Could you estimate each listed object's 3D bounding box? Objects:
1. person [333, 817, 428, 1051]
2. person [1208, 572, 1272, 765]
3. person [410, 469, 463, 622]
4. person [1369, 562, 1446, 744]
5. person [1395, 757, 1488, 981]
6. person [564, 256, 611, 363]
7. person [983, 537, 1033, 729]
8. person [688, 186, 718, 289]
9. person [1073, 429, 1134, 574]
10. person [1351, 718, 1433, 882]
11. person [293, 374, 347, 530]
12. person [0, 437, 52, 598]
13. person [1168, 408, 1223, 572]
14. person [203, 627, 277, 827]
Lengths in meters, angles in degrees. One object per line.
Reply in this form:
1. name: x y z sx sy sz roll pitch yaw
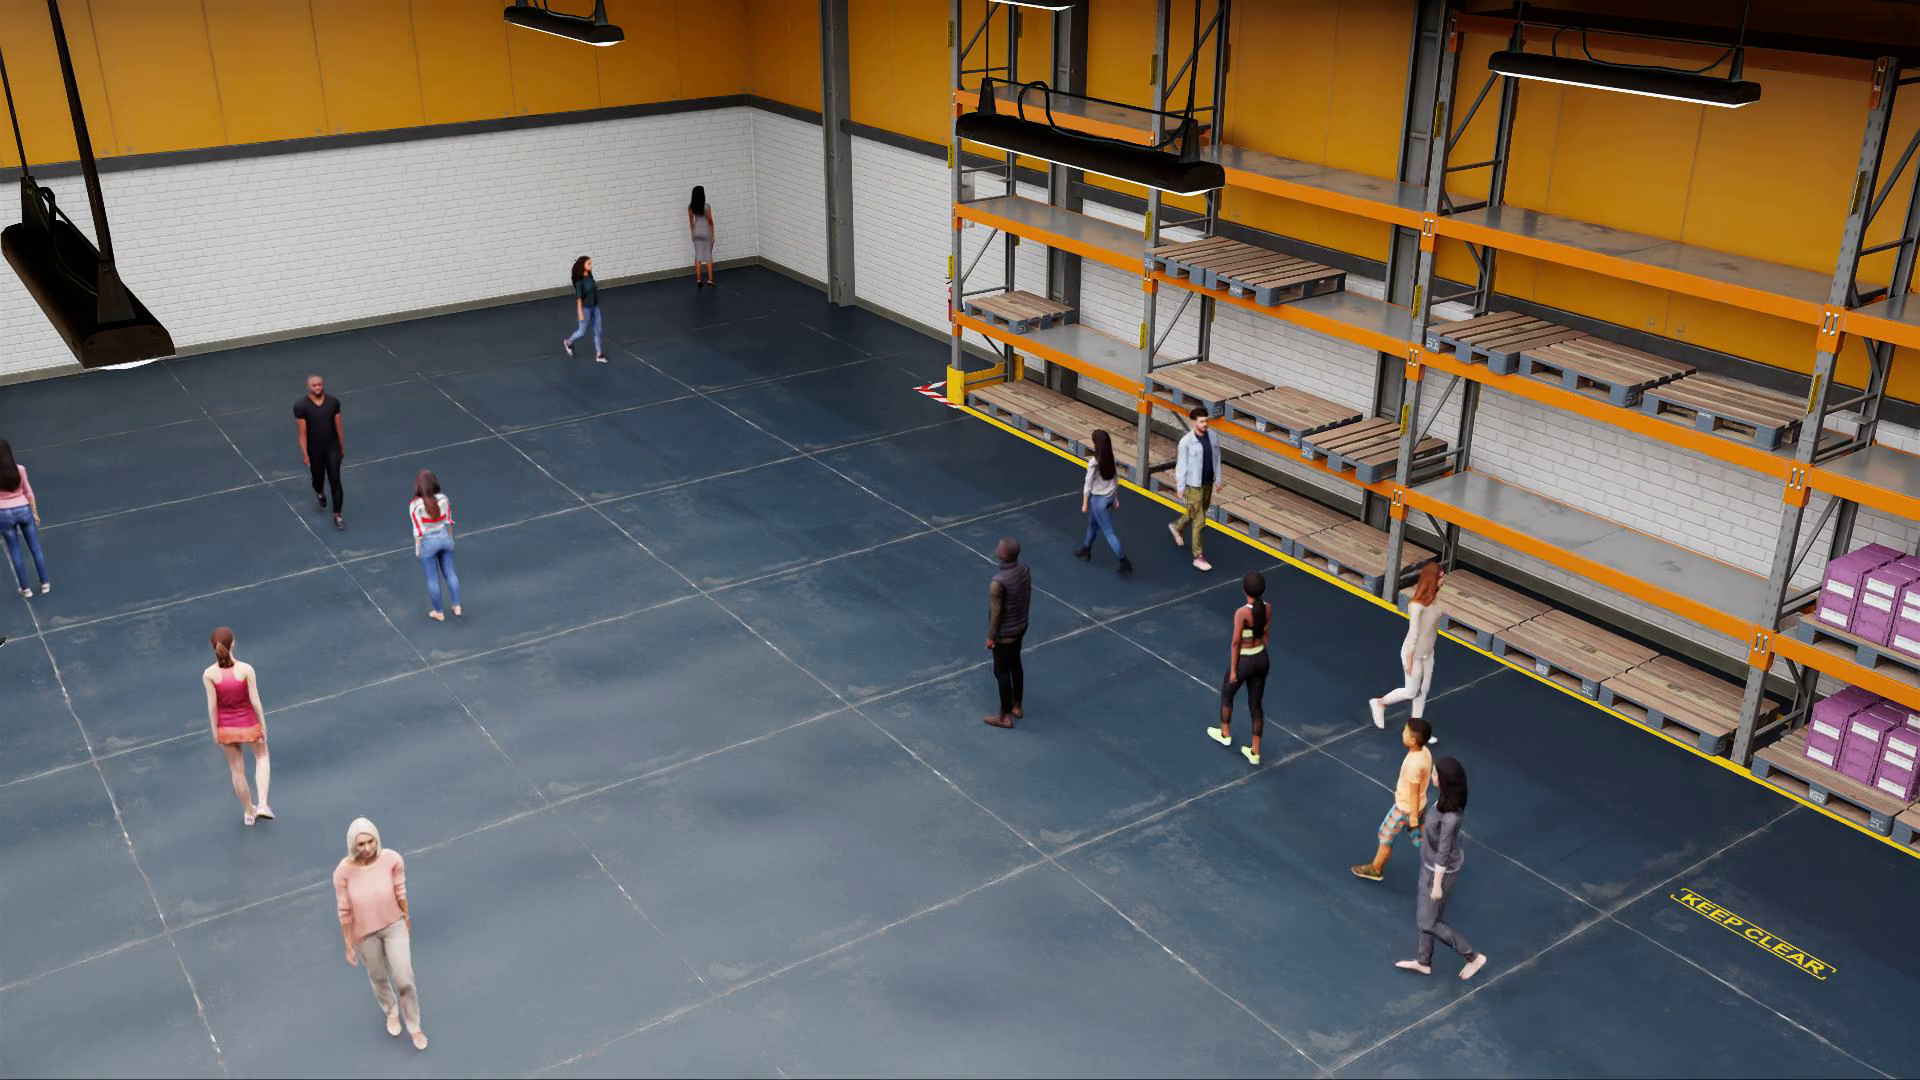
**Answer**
1. person: -3.888 2.546 11.069 0.680 1.710 0.797 -10 26 -22
2. person: 2.531 1.133 14.273 0.678 1.734 0.884 -10 26 -22
3. person: -5.342 0.039 16.929 0.615 1.612 0.533 -20 30 -37
4. person: 3.966 0.980 14.679 0.947 1.688 0.740 18 30 36
5. person: 3.425 2.321 11.547 0.957 1.740 0.843 8 25 18
6. person: -5.644 -3.461 24.953 1.092 1.596 0.894 12 26 25
7. person: 0.430 0.805 14.895 0.725 1.836 0.769 14 27 29
8. person: -4.469 -5.257 28.831 0.643 1.781 0.725 7 25 16
9. person: 1.598 -0.373 17.904 1.133 1.586 0.810 18 29 35
10. person: 3.490 2.030 12.592 1.057 1.437 0.841 12 26 25
11. person: -7.369 -1.053 19.187 0.702 1.803 1.014 -14 27 -29
12. person: -9.902 -0.249 17.424 0.587 1.742 0.497 -18 29 -35
13. person: 2.564 -0.613 18.205 0.695 1.784 1.117 -15 28 -30
14. person: -5.788 1.547 13.316 0.676 1.742 0.799 -8 25 -17
